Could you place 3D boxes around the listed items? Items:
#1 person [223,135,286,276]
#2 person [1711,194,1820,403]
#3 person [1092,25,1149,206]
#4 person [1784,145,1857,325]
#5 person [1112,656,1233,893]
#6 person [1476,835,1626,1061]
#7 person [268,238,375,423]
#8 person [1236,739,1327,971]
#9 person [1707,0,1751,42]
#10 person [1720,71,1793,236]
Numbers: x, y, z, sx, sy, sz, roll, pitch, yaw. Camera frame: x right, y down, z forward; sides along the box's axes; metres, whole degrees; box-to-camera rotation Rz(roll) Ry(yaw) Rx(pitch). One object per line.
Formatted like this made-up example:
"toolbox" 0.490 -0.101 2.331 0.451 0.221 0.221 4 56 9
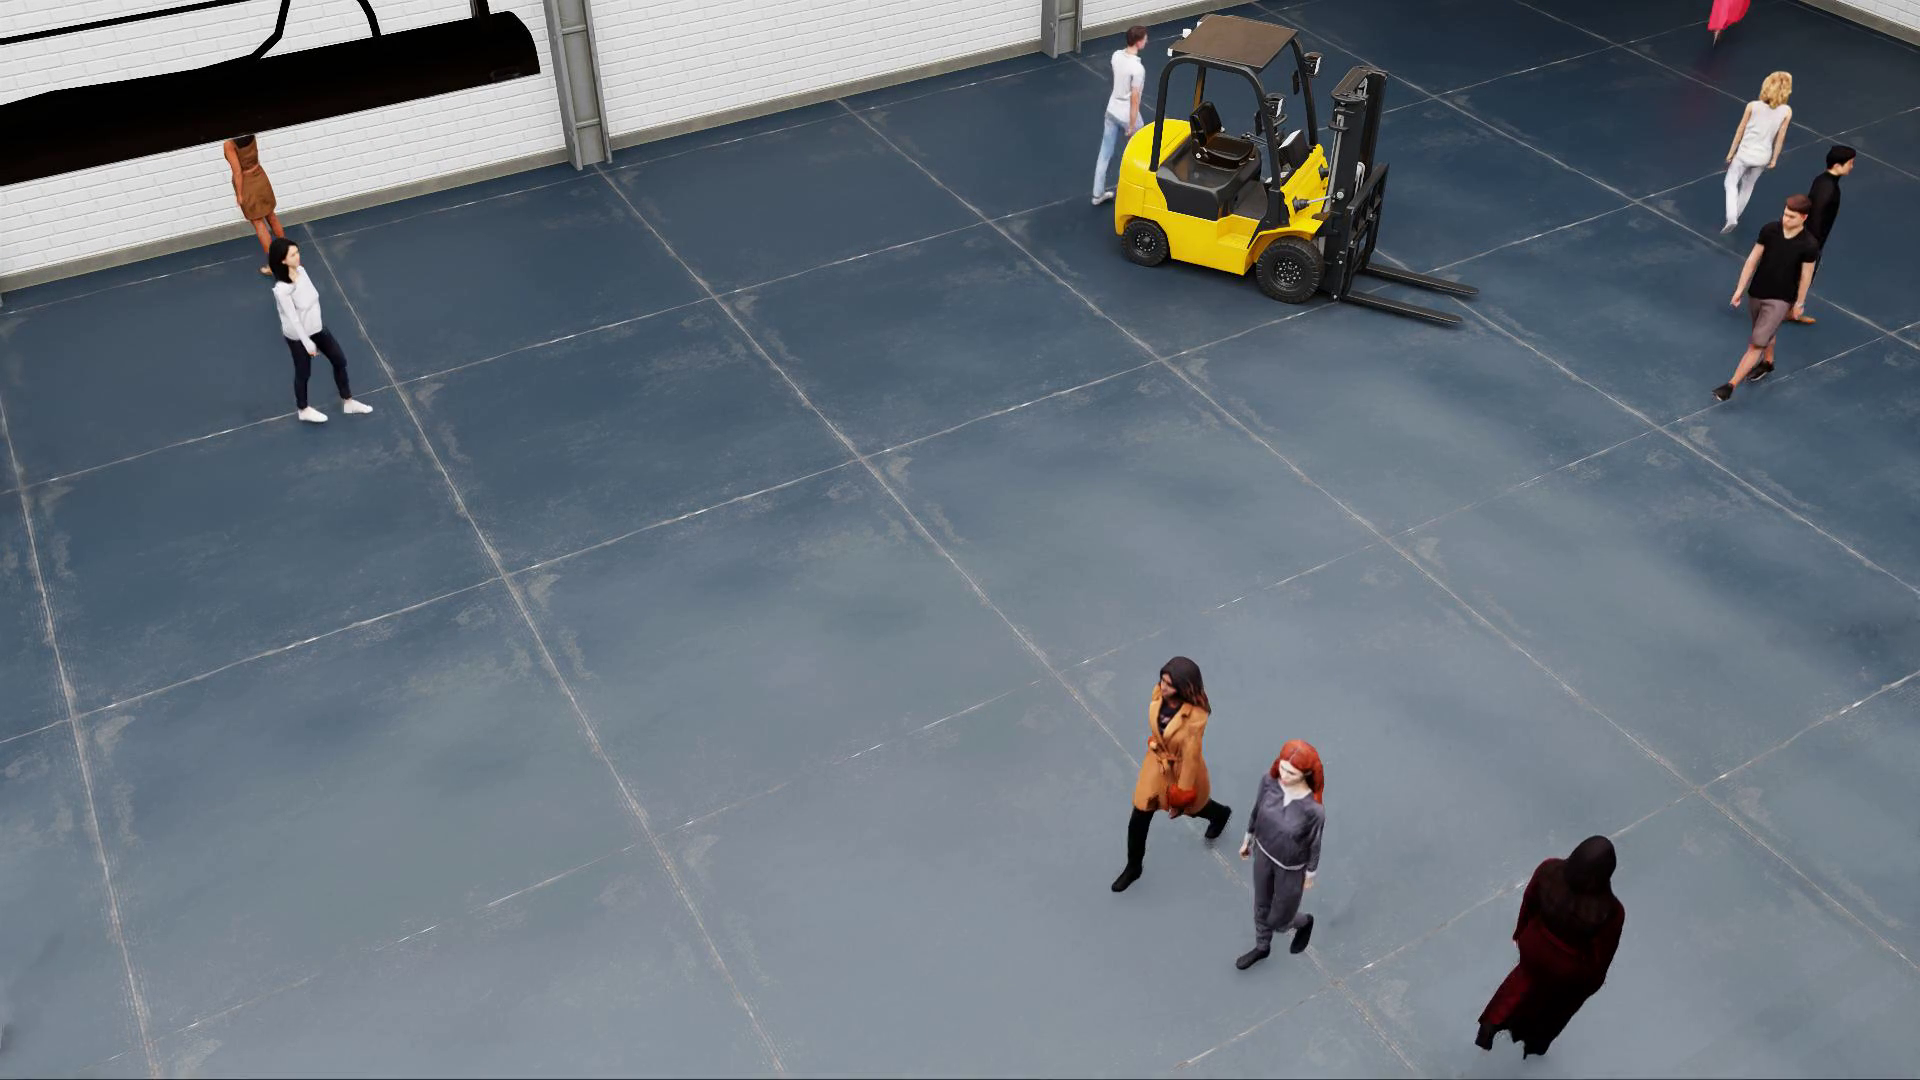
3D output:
"person" -6.602 -3.278 15.520 0.695 1.687 0.647 7 39 9
"person" 6.841 -2.060 13.899 1.209 1.806 0.663 -23 44 -26
"person" 1.552 -4.179 16.549 1.122 1.810 0.777 -28 46 -30
"person" 7.502 -2.699 14.774 0.968 1.713 0.937 16 41 19
"person" 1.326 1.334 9.745 1.199 1.687 0.823 -29 47 -31
"person" 3.063 2.192 8.622 0.796 1.747 0.701 -25 45 -28
"person" -5.413 -1.681 13.528 0.968 1.676 0.887 7 39 8
"person" 1.829 1.717 9.200 0.734 1.769 0.640 -26 45 -29
"person" 9.350 -6.816 19.964 0.968 1.670 1.188 19 42 22
"person" 7.657 -3.699 16.072 0.894 1.656 0.959 11 40 13
